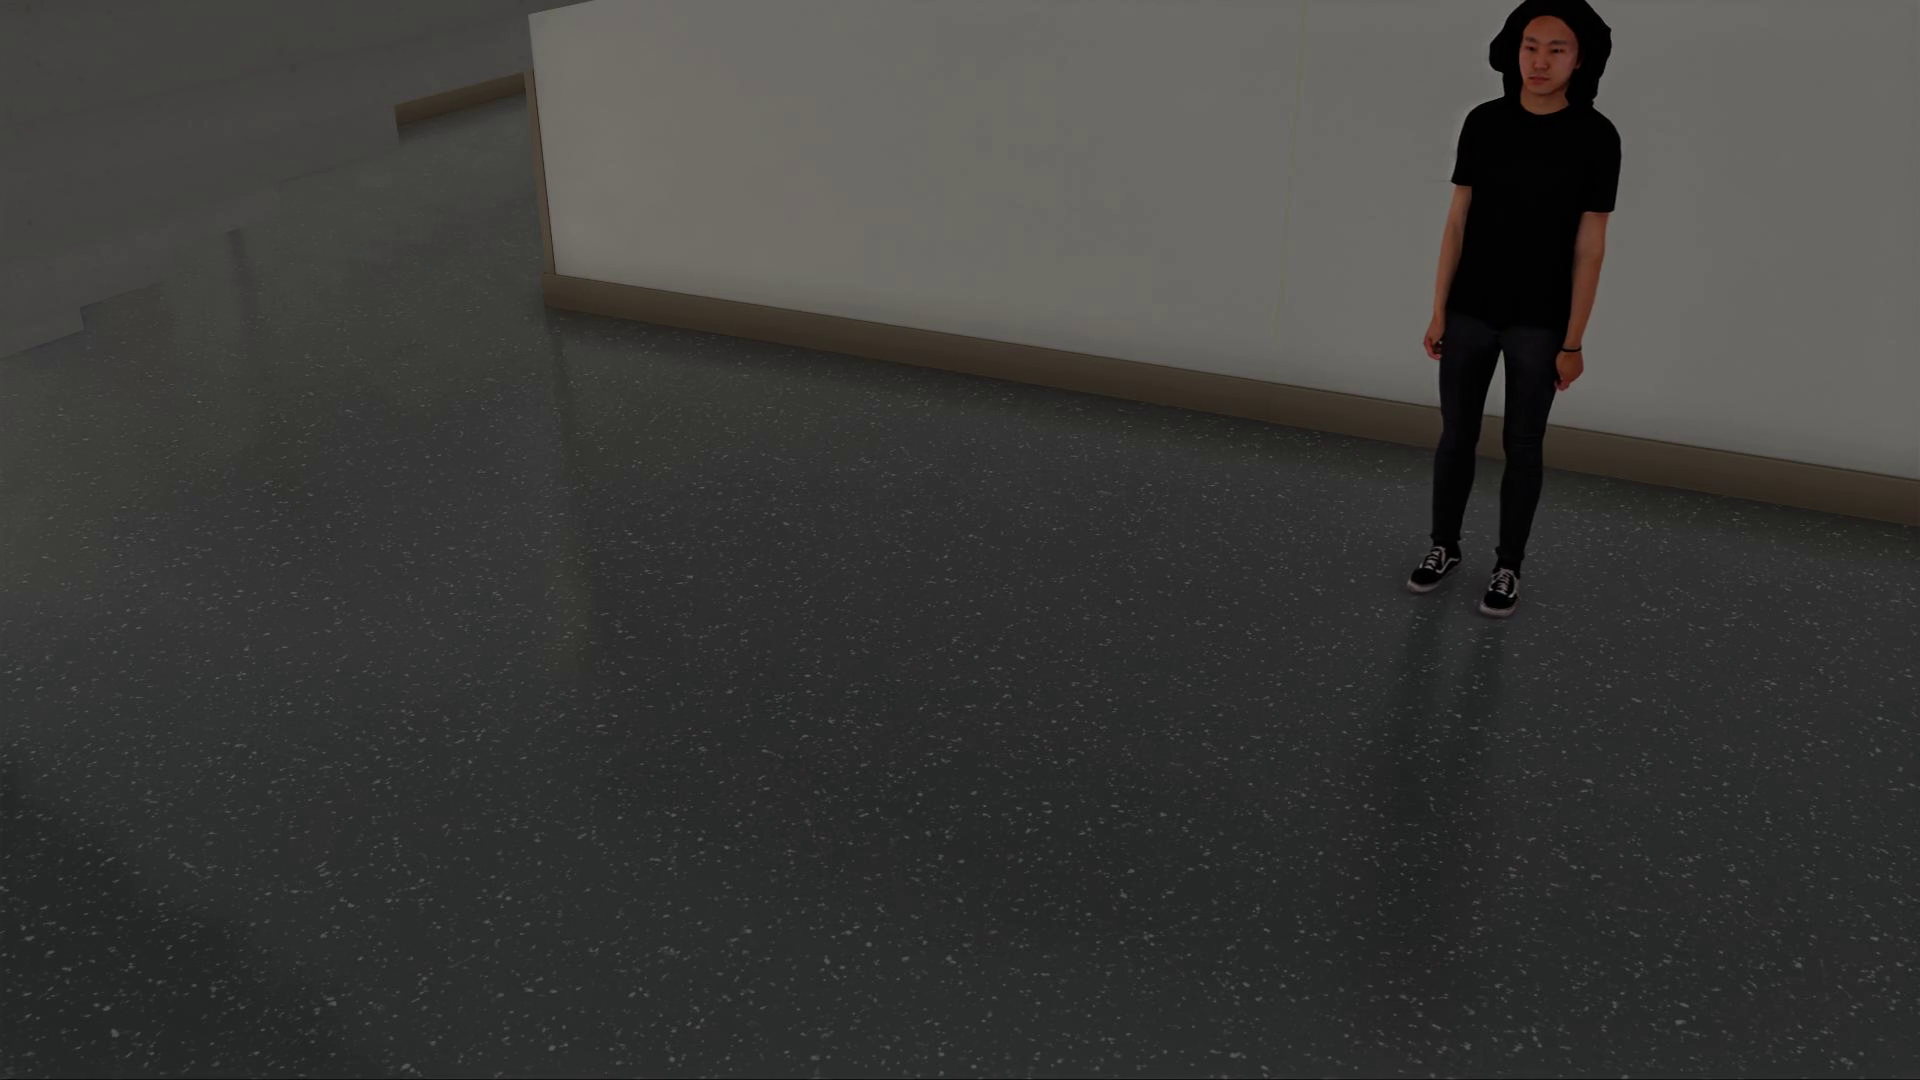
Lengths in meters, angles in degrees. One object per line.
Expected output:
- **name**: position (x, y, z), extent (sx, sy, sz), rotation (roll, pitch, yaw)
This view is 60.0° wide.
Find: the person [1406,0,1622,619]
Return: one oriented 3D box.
- **person**: position (1.620, -0.683, 4.879), extent (0.545, 1.829, 0.736), rotation (18, 31, 33)
